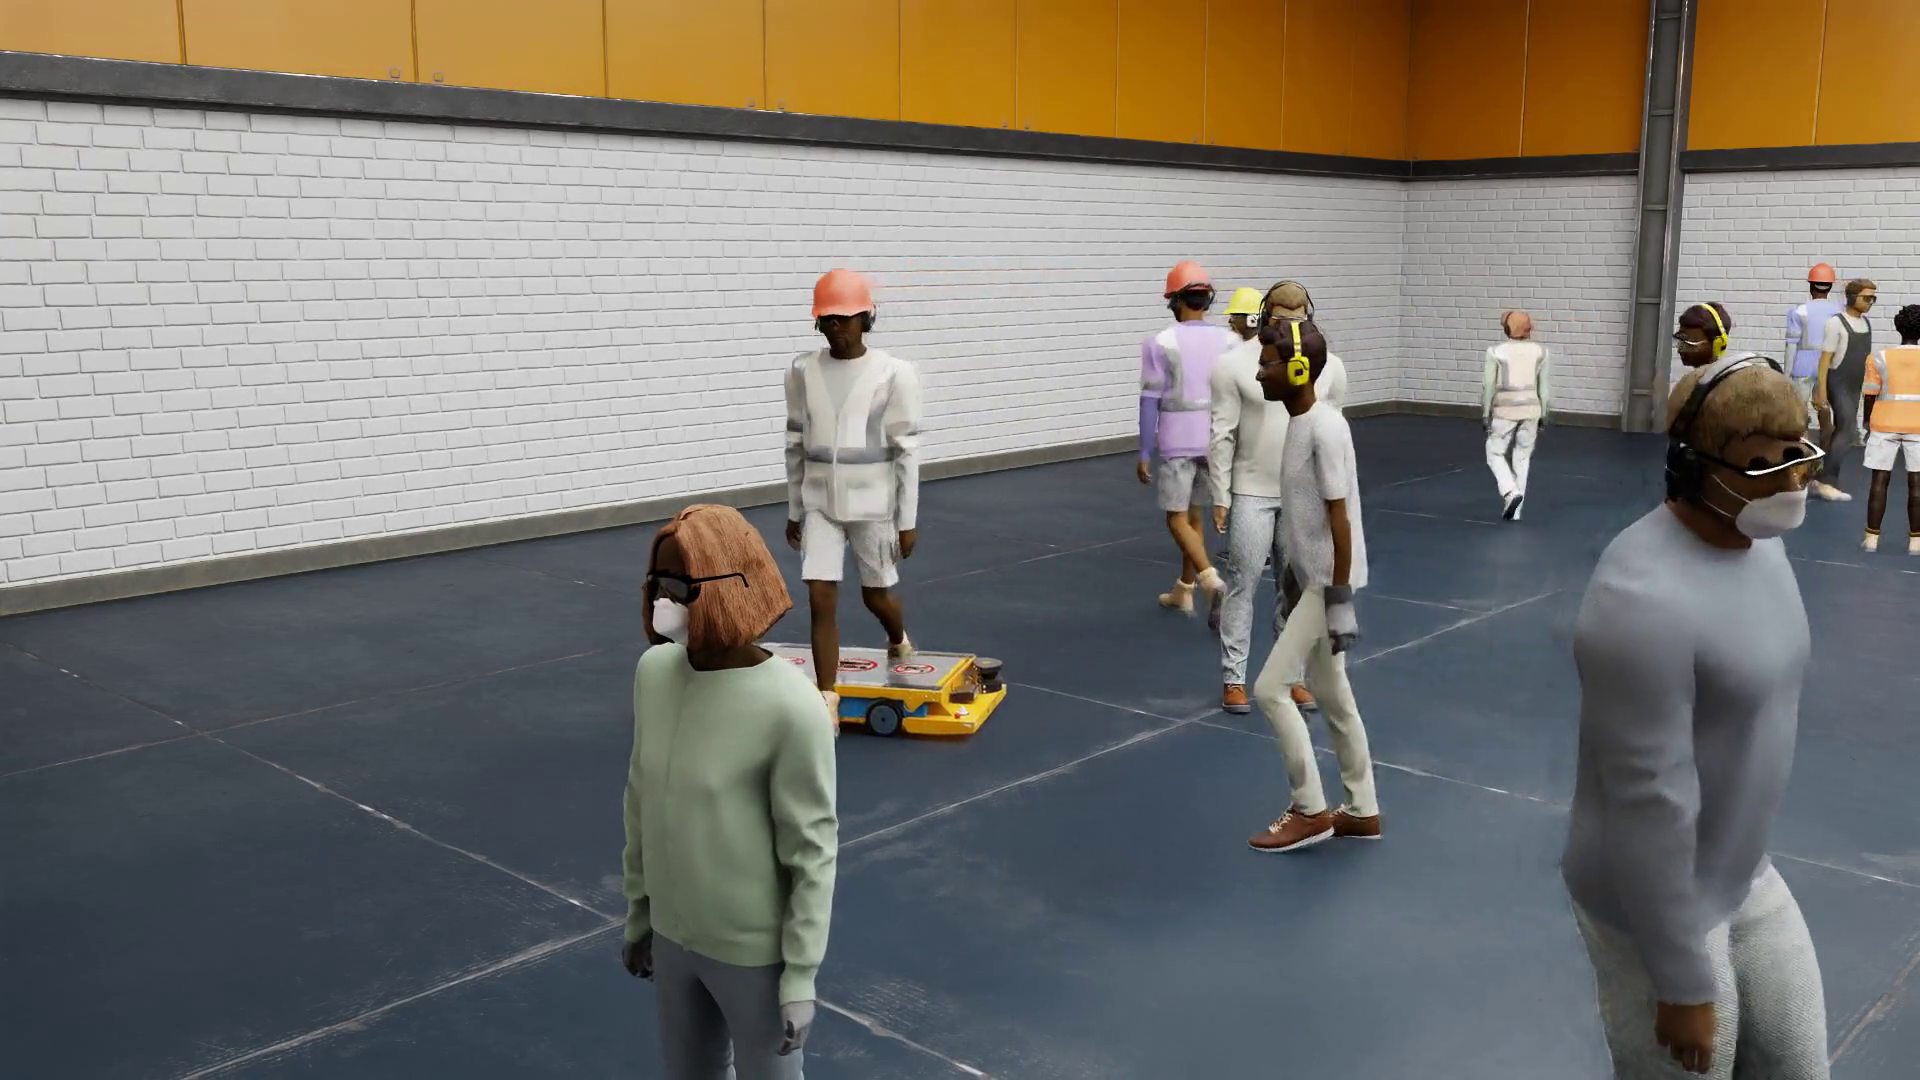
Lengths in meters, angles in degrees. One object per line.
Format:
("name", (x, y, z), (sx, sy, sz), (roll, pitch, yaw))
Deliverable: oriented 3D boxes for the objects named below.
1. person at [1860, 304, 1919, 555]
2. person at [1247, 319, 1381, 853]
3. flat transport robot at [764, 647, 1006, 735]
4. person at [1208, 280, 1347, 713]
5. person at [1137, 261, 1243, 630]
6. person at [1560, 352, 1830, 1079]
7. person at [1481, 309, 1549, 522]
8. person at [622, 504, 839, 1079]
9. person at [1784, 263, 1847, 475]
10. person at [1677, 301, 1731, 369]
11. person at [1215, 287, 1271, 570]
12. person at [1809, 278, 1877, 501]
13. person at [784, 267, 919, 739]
("person", (6.404, -0.745, 11.302), (0.532, 1.697, 0.316), (6, 12, 30))
("person", (1.222, 0.170, 5.719), (0.587, 1.833, 0.528), (1, 10, 3))
("flat transport robot", (-0.558, 0.648, 7.428), (1.431, 0.197, 0.652), (2, 10, 14))
("person", (1.418, -0.187, 7.454), (0.627, 1.934, 0.371), (-1, 10, -8))
("person", (1.306, -0.516, 9.105), (0.606, 2.014, 0.890), (-4, 11, -21))
("person", (1.254, 0.635, 2.828), (0.439, 1.909, 0.654), (9, 13, 42))
("person", (4.187, -0.915, 12.490), (0.527, 1.627, 0.507), (-1, 10, -4))
("person", (-0.433, 0.742, 3.014), (0.499, 1.634, 0.279), (8, 13, 39))
("person", (7.738, -1.530, 15.087), (0.545, 1.938, 0.362), (1, 10, 8))
("person", (3.433, -0.151, 7.522), (0.517, 1.850, 0.667), (4, 11, 22))
("person", (1.867, -0.718, 10.800), (0.403, 1.827, 0.596), (-1, 10, -6))
("person", (7.272, -1.216, 13.615), (0.500, 1.828, 0.432), (-6, 12, -31))
("person", (-0.445, -0.173, 7.176), (0.611, 2.013, 0.952), (3, 10, 16))
